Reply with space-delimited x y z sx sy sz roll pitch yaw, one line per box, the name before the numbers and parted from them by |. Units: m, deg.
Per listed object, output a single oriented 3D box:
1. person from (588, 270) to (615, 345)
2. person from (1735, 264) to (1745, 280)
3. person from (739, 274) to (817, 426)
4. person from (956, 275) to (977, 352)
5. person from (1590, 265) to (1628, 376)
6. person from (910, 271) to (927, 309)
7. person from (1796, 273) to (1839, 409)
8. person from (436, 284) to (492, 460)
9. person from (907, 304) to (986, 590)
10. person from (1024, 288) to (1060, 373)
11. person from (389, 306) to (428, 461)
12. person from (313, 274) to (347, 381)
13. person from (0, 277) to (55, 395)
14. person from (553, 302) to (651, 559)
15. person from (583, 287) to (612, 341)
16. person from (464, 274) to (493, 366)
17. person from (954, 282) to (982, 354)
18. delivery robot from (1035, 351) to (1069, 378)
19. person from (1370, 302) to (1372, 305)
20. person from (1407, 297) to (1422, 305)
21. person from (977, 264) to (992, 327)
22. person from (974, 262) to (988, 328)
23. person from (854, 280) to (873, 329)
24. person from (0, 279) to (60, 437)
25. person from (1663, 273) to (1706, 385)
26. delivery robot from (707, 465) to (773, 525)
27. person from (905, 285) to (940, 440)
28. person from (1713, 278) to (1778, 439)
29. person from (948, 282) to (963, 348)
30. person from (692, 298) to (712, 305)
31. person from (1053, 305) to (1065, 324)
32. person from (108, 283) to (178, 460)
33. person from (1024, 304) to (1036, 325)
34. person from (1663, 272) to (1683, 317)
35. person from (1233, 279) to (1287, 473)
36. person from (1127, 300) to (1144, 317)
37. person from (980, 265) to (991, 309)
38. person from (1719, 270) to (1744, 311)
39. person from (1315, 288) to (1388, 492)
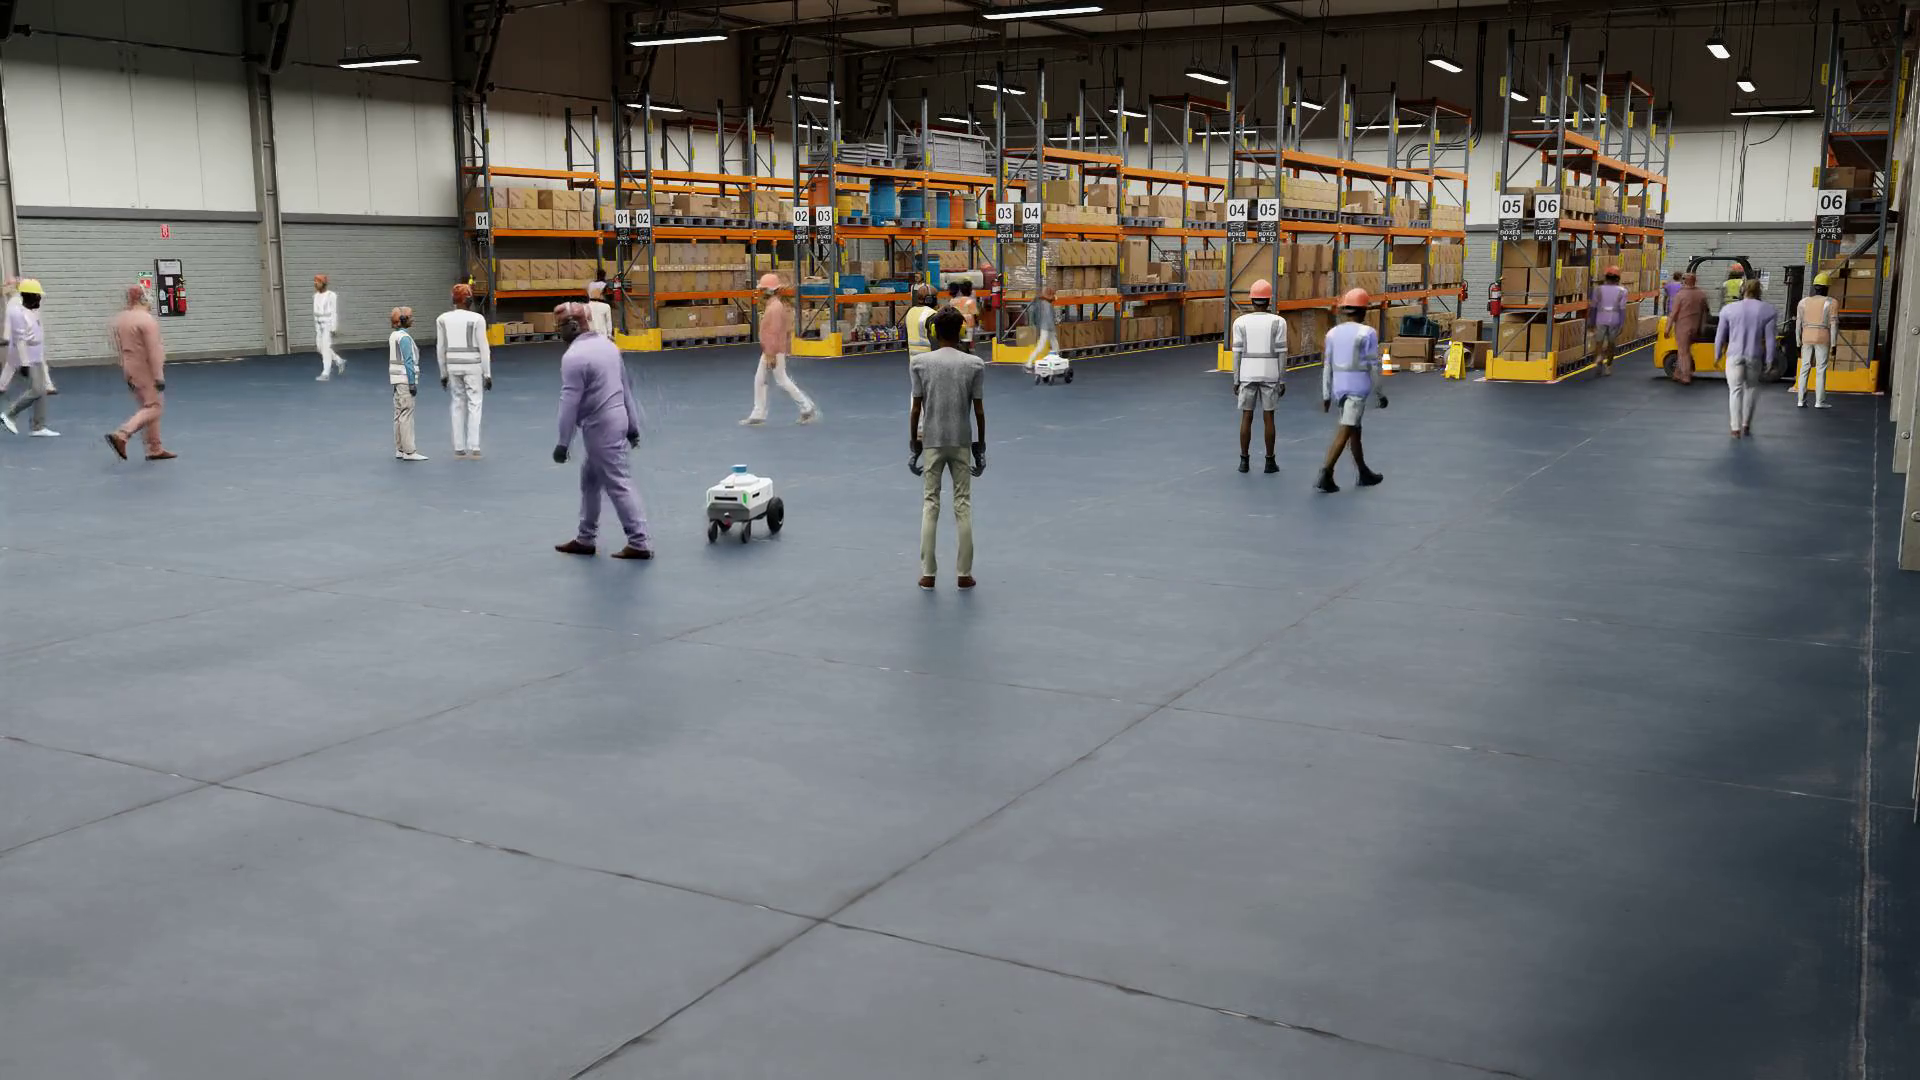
person | -8.592 -5.483 39.499 0.670 1.851 1.035 5 11 29
person | 20.173 -6.150 43.040 0.475 1.974 0.653 7 12 35
person | -2.322 -2.427 21.301 0.963 1.962 0.624 -2 10 -14
person | 0.123 -5.151 37.873 0.545 1.739 0.578 5 11 25
person | 11.687 -3.943 30.002 0.616 2.017 0.747 4 10 22
person | -0.922 -5.183 37.754 0.505 1.847 0.346 5 11 28
person | 12.273 -2.844 23.821 0.368 1.928 0.585 -8 12 -38
person | -5.323 -1.779 17.816 0.588 1.895 0.579 2 10 13
person | -0.087 -0.596 10.864 0.517 1.865 0.312 0 10 -1
person | 1.606 -3.889 30.949 0.843 1.587 0.508 2 10 13
person | -5.928 -1.668 17.767 0.309 1.645 0.515 -6 12 -34
person | -11.122 -3.747 29.308 0.577 1.869 0.655 6 11 31
person | -14.743 -3.165 25.951 1.033 1.843 0.641 -4 11 -23
person | -2.631 -0.766 11.904 0.873 1.843 0.657 2 10 11
person | -6.295 -3.563 28.894 0.500 1.633 0.280 -1 10 -7
person | -9.526 -4.244 32.328 0.872 1.812 0.645 -4 10 -21
person | 0.185 -4.053 31.644 0.650 1.677 0.541 -8 12 -38
delivery robot | 1.564 -2.971 28.304 0.477 0.478 0.707 5 11 29
person | 10.494 -6.100 43.170 0.557 1.825 0.932 6 11 32
person | 12.650 -6.682 46.219 0.459 1.945 0.679 -2 10 -13
person | 0.888 -7.530 51.216 0.645 1.933 1.039 5 11 29
person | 0.767 -7.355 50.058 0.625 1.983 1.060 5 11 28
person | -2.391 -5.624 41.052 0.525 1.599 0.839 4 10 22
person | -11.177 -2.170 19.927 0.540 1.906 0.593 -1 10 -7
person | 12.252 -3.590 28.312 0.680 1.876 0.813 -4 10 -22
delivery robot | -1.704 -0.342 12.909 0.477 0.478 0.707 2 10 11
person | -0.383 -2.079 19.592 0.429 1.842 0.636 -6 11 -32
person | 9.456 -2.197 20.091 0.649 1.897 0.917 3 10 17
person | -0.180 -4.210 32.570 0.795 1.658 0.547 -3 10 -18
person | -6.582 -5.964 42.398 0.601 1.828 0.403 5 11 26
person | 2.390 -5.825 41.554 0.593 1.833 0.404 7 12 35
person | -8.677 -1.758 17.566 0.650 1.890 0.684 8 13 40
person | 1.938 -6.081 42.742 0.631 1.940 0.372 4 11 23
person | 17.057 -5.474 39.579 0.593 1.796 0.935 6 11 31
person | 3.009 -1.638 16.718 0.545 1.942 0.354 3 10 16
person | 4.745 -6.325 44.741 0.485 1.744 0.309 4 11 24
person | 0.770 -6.708 46.415 0.550 1.935 0.376 8 12 38
person | 19.793 -5.966 42.483 0.736 1.817 0.431 6 11 31
person | 3.635 -1.397 15.503 1.033 1.889 0.545 -7 12 -35
